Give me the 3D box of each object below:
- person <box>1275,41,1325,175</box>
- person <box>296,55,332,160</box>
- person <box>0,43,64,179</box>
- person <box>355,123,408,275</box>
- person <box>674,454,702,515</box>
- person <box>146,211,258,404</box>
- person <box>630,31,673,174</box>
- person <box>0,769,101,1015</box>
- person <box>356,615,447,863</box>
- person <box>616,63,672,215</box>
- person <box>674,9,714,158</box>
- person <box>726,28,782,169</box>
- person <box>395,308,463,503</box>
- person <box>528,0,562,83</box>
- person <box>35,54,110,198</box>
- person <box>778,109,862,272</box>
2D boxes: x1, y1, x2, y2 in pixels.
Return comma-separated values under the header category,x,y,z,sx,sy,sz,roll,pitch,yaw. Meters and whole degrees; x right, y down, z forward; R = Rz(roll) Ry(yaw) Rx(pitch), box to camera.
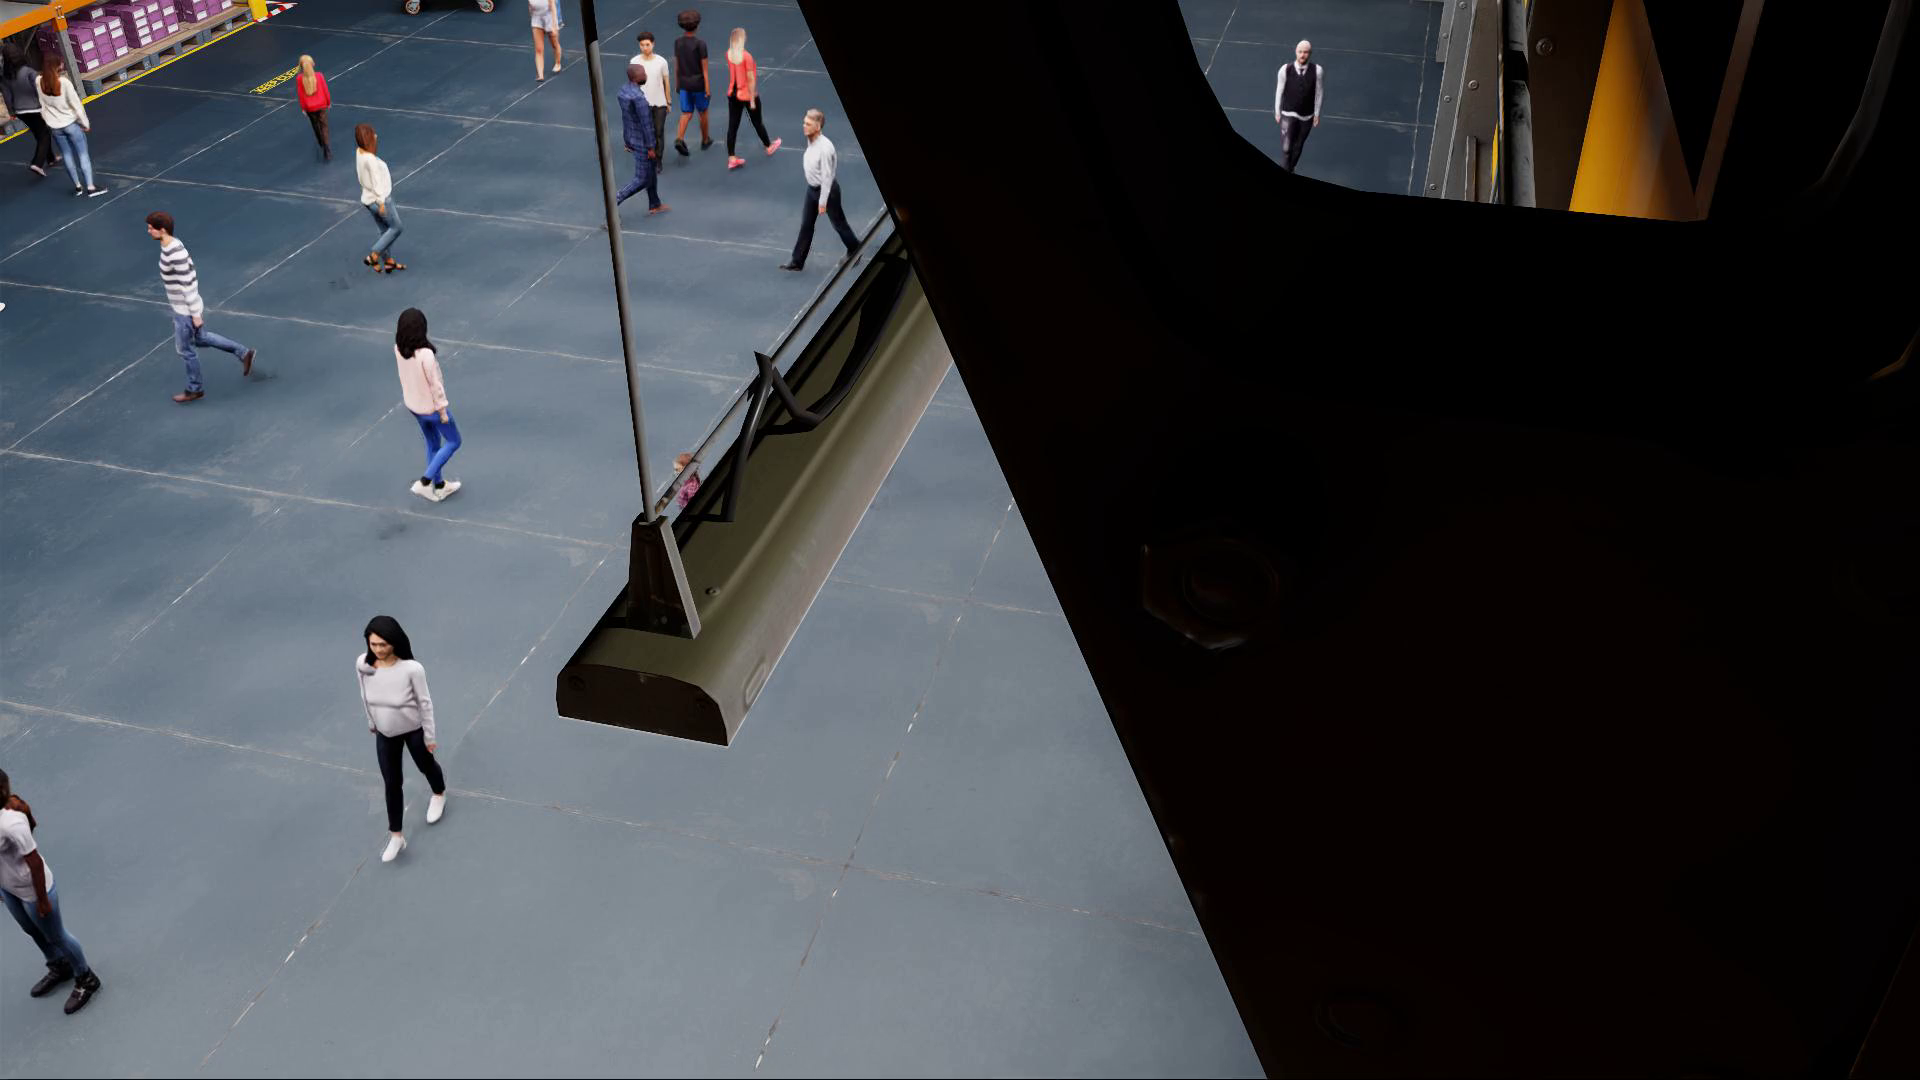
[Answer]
category,x,y,z,sx,sy,sz,roll,pitch,yaw
person,4.002,-5.013,19.693,0.855,1.769,1.253,2,34,3
person,-8.003,-5.362,20.688,0.815,1.250,0.976,-10,35,-15
person,-11.268,-5.182,20.116,0.737,1.583,1.027,5,34,7
person,-6.250,-3.580,17.626,0.851,1.671,0.791,-22,40,-30
person,-2.086,-0.223,13.172,0.724,1.011,0.666,-17,37,-23
person,-7.050,-2.180,15.378,1.159,1.828,1.089,-19,38,-26
person,-3.753,-5.371,20.282,0.774,1.714,0.867,-2,34,-2
person,-5.215,1.934,9.287,0.633,1.719,0.599,17,37,24
person,-3.482,1.145,10.515,0.732,1.674,0.966,3,34,5
person,-3.704,-4.481,18.873,1.120,1.792,1.045,-21,39,-28
person,-3.351,-5.609,20.592,0.647,1.766,1.066,10,35,15
person,-2.717,-5.361,20.320,0.857,1.655,1.145,22,39,29
person,-4.468,-1.052,13.746,0.805,1.757,0.873,24,40,31
person,-5.770,-7.237,23.231,0.712,1.557,1.139,2,34,3
person,-10.547,-4.896,19.594,0.731,1.684,0.675,-4,34,-6
person,-1.380,-3.711,17.735,1.266,1.769,1.167,-20,39,-28
